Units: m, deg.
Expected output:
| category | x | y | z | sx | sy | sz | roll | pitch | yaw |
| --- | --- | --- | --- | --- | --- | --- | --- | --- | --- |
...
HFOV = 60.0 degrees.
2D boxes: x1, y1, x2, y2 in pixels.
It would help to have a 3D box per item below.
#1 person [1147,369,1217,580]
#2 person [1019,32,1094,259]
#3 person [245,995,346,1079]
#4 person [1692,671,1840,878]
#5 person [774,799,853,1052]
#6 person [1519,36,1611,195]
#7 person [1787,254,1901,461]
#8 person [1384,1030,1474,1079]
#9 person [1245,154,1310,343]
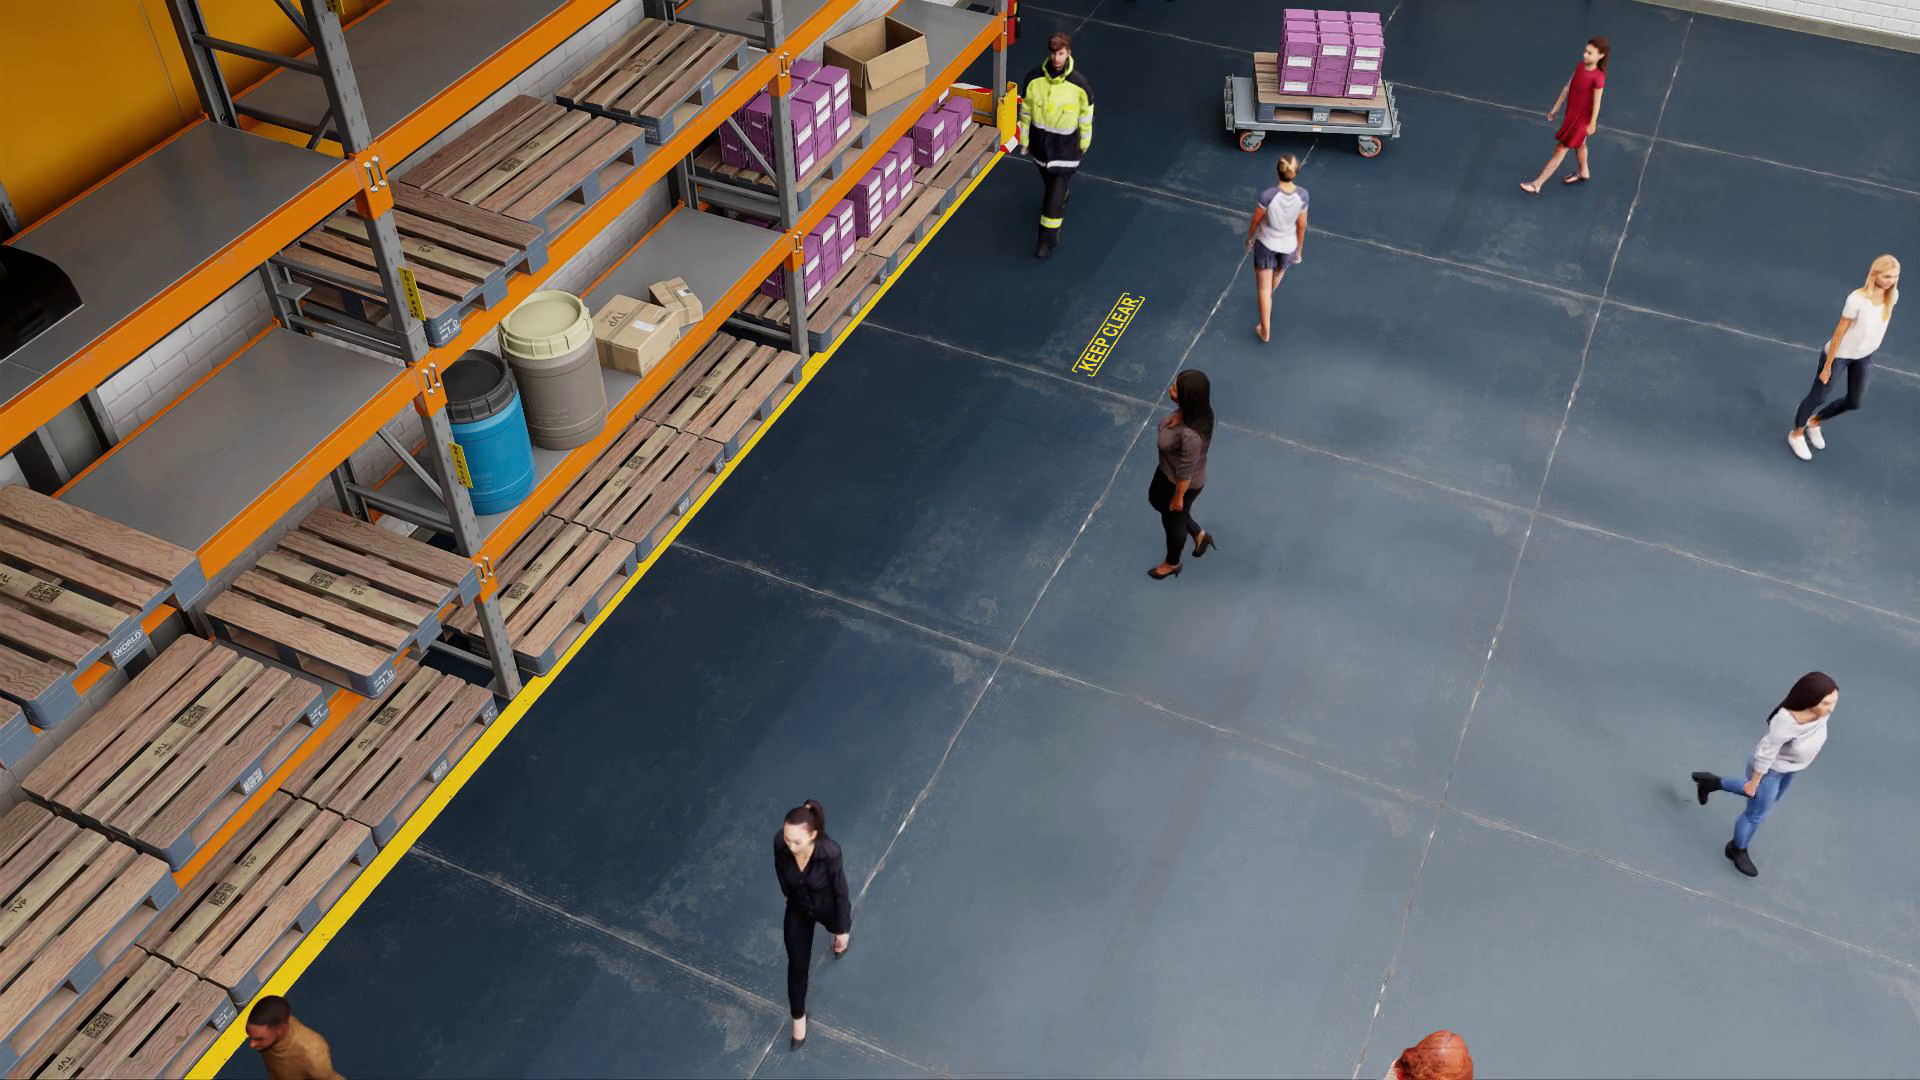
| category | x | y | z | sx | sy | sz | roll | pitch | yaw |
| --- | --- | --- | --- | --- | --- | --- | --- | --- | --- |
| person | 1.599 | -0.413 | 11.310 | 0.830 | 1.833 | 0.782 | 6 | 44 | 6 |
| person | 0.852 | -3.527 | 14.506 | 0.840 | 1.934 | 1.268 | 14 | 45 | 14 |
| person | -3.084 | 2.714 | 8.042 | 0.626 | 1.815 | 0.535 | 21 | 47 | 21 |
| person | 4.676 | 1.275 | 9.696 | 0.926 | 1.617 | 0.930 | -23 | 48 | -22 |
| person | -0.739 | 1.936 | 8.965 | 0.728 | 1.668 | 1.089 | 10 | 45 | 11 |
| person | 5.714 | -3.886 | 15.191 | 1.043 | 1.509 | 1.019 | -12 | 45 | -12 |
| person | 6.530 | -1.403 | 12.374 | 0.738 | 1.800 | 0.789 | -11 | 45 | -11 |
| person | 2.067 | 2.928 | 7.832 | 0.795 | 1.794 | 1.195 | 29 | 51 | 27 |
| person | 2.586 | -2.327 | 13.498 | 0.902 | 1.587 | 1.041 | -6 | 44 | -6 |
